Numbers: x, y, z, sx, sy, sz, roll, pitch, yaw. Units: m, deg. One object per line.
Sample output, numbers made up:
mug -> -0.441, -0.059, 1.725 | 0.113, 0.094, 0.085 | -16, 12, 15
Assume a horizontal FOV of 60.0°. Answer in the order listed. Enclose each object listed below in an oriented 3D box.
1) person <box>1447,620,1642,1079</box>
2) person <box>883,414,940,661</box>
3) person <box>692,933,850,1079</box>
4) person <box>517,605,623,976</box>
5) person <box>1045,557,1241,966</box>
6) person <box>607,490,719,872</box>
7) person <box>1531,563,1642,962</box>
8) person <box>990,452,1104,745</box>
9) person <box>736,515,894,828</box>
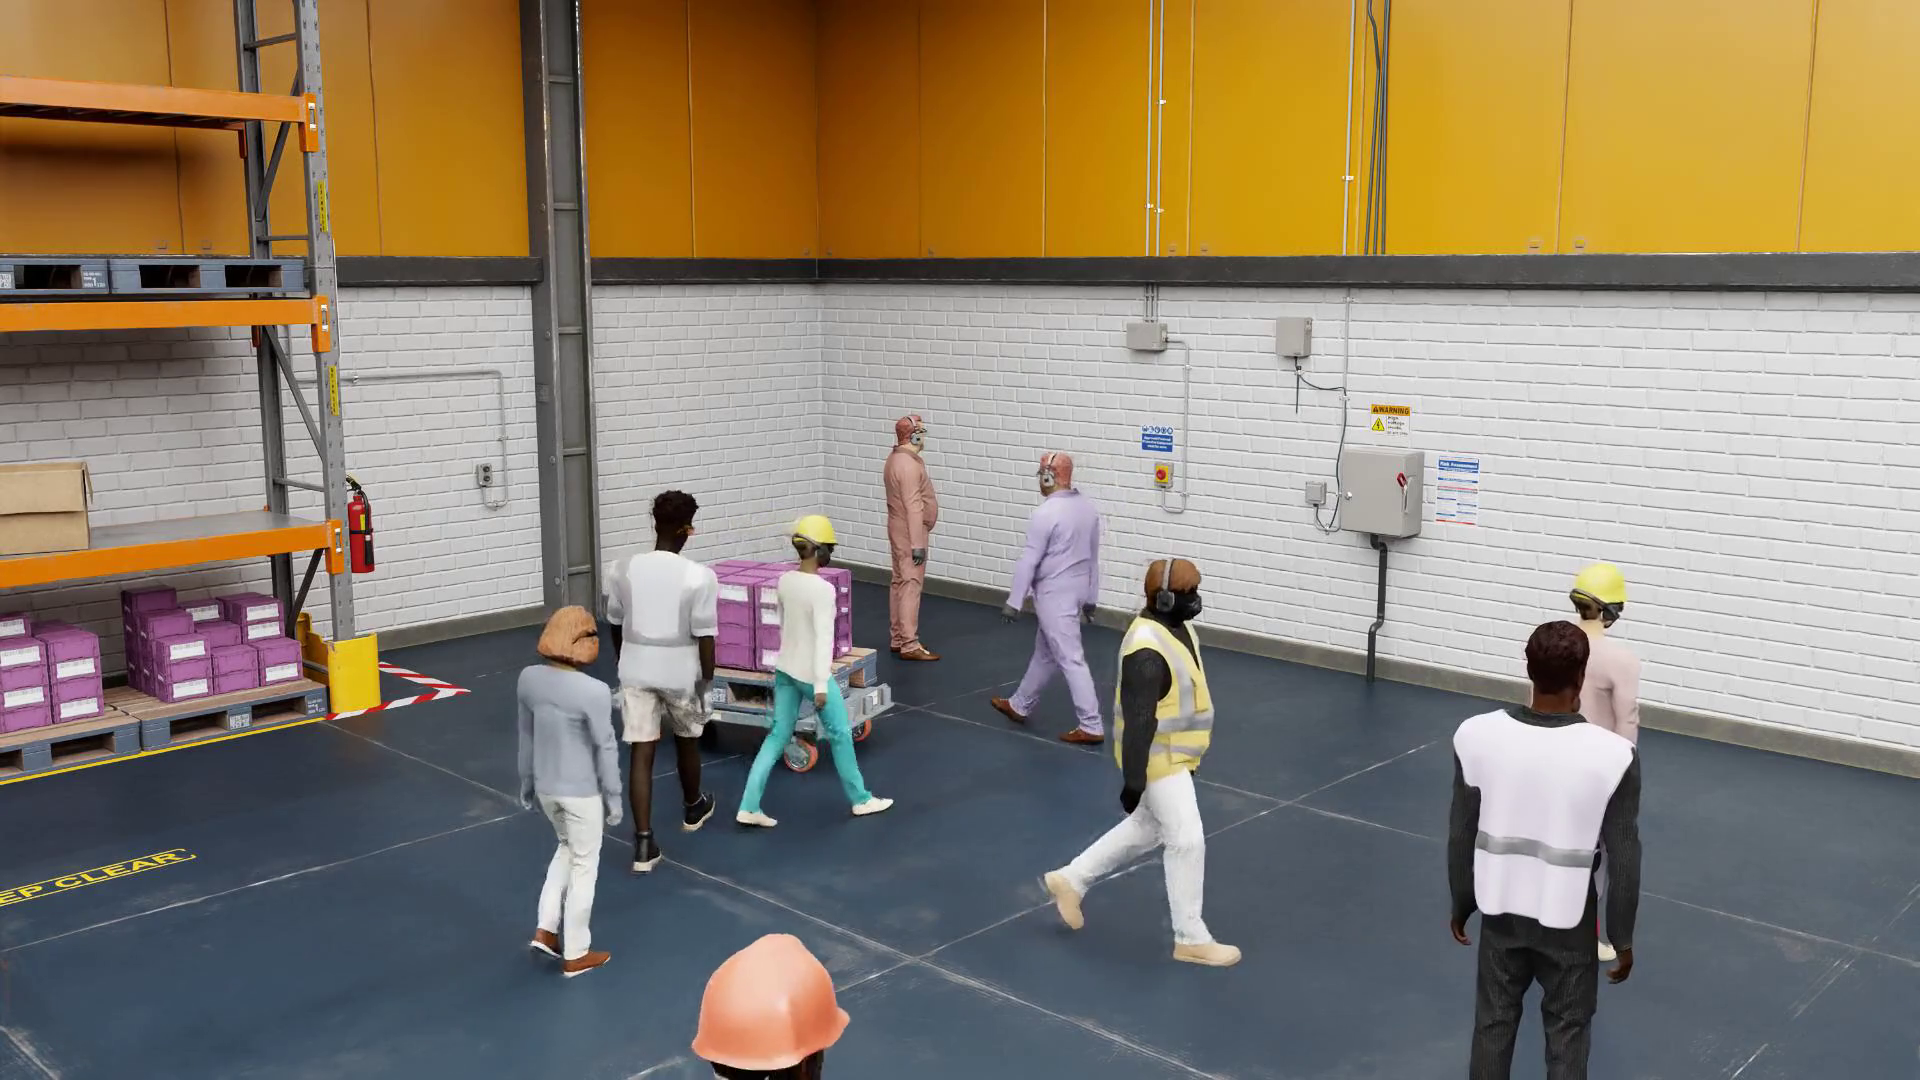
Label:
person -> 1.873, 1.211, 5.384 | 0.597, 1.914, 0.372 | 6, 11, 34
person -> -0.370, -0.019, 12.946 | 0.409, 1.910, 0.651 | -2, 10, -15
person -> -0.354, 1.631, 2.910 | 0.547, 1.895, 0.994 | 7, 12, 37
person -> -1.651, 1.071, 7.155 | 0.523, 1.614, 0.349 | 5, 11, 29
person -> 0.806, 0.949, 7.314 | 0.842, 1.812, 0.613 | 2, 10, 14
person -> -1.522, 0.689, 8.628 | 0.612, 1.906, 0.983 | 0, 9, 3
person -> 2.741, 0.973, 7.334 | 0.353, 1.761, 0.540 | -7, 11, -35
person -> 0.557, 0.364, 10.737 | 0.981, 1.854, 0.657 | 6, 11, 32
person -> -0.841, 0.719, 9.044 | 0.916, 1.708, 0.542 | -7, 12, -39
